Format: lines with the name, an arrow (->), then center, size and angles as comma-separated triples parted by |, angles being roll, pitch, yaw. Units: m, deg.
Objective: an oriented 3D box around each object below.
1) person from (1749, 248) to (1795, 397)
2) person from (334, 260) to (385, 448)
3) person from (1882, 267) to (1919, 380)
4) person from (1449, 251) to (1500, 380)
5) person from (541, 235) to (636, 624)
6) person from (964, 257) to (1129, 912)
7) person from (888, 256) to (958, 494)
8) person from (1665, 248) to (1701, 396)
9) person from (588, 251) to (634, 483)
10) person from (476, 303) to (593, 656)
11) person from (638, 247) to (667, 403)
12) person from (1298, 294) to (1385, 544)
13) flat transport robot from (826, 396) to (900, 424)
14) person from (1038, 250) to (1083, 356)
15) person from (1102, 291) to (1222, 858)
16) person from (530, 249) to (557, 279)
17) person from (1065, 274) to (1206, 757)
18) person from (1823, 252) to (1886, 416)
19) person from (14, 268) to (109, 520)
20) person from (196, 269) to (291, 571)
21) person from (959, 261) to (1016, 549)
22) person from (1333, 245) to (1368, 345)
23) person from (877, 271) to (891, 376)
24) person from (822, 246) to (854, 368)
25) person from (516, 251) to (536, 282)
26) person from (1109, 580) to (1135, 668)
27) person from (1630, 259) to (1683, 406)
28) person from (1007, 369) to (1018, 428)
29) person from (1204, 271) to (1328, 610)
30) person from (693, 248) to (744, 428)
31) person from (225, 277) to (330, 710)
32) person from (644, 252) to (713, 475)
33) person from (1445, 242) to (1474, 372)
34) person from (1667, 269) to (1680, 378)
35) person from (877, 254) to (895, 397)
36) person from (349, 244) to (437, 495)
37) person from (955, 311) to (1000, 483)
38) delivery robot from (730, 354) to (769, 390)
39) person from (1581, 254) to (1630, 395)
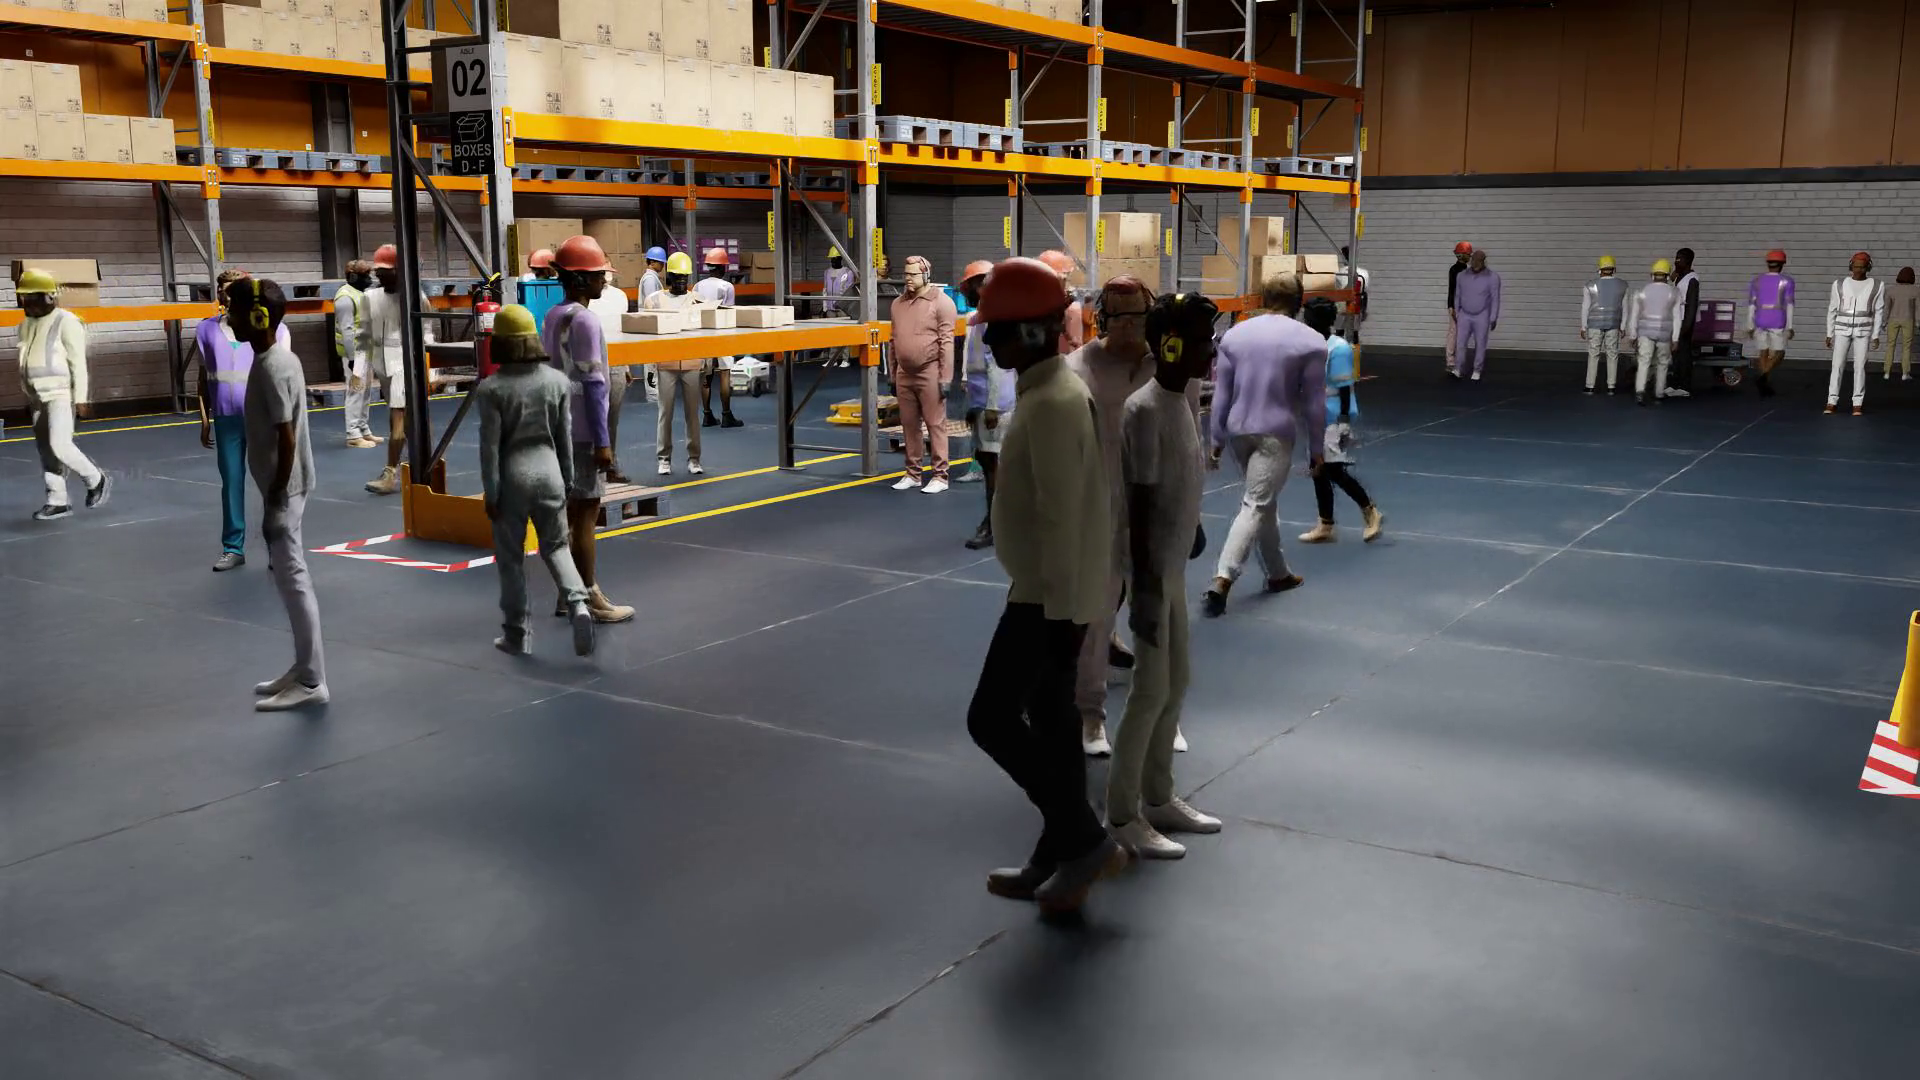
person -> 10.403, -2.780, 21.366 | 0.565, 1.924, 0.575 | -9, 13, -40
person -> -5.885, -1.823, 16.323 | 0.431, 1.836, 0.633 | 0, 10, 1
person -> 13.674, -3.140, 24.155 | 0.507, 1.631, 0.265 | 8, 13, 39
person -> 7.350, -3.186, 23.801 | 0.672, 1.850, 1.022 | 6, 12, 30
person -> -1.993, -0.578, 8.823 | 0.390, 2.045, 0.607 | -6, 12, -32
person -> 0.232, 0.150, 4.985 | 0.439, 1.971, 0.611 | 2, 10, 12
person -> -0.327, -1.320, 13.357 | 0.638, 1.900, 0.401 | 7, 12, 35
person -> 9.401, -2.826, 21.628 | 0.388, 1.919, 0.593 | 0, 10, 3
person -> -2.978, -1.411, 13.775 | 0.479, 1.942, 0.639 | 7, 13, 36
person -> -2.051, -0.268, 7.966 | 0.492, 1.720, 0.681 | -8, 13, -38
person -> -3.811, -2.680, 20.767 | 0.402, 1.937, 0.604 | -2, 10, -12
person -> 2.517, -0.791, 11.028 | 0.537, 1.670, 0.552 | -3, 11, -14
flat transport robot -> -0.945, -1.463, 18.642 | 0.652, 0.197, 1.431 | 3, 11, 16
person -> 0.774, -1.235, 12.731 | 0.996, 1.956, 0.634 | -4, 11, -20
person -> 0.671, 0.120, 5.479 | 0.355, 1.862, 0.538 | 4, 11, 22
person -> -4.004, -1.841, 16.121 | 0.373, 1.936, 0.551 | -8, 13, -39
person -> 0.652, -0.086, 6.543 | 0.652, 1.899, 0.399 | -2, 10, -10
person -> 10.347, -2.383, 19.264 | 0.573, 1.887, 0.356 | 6, 12, 31
person -> -6.569, -1.055, 12.084 | 0.615, 1.820, 0.467 | 4, 11, 23
person -> -4.384, -0.733, 10.238 | 0.563, 1.843, 0.390 | -1, 10, -7
person -> 0.211, -0.900, 11.070 | 0.401, 1.885, 0.656 | -1, 10, -7
person -> 6.041, -3.620, 25.925 | 0.628, 1.950, 0.593 | 1, 10, 5
person -> -1.162, -3.280, 24.917 | 0.523, 1.638, 0.310 | 7, 12, 35
person -> -1.946, -3.701, 26.452 | 0.587, 1.927, 0.367 | 6, 12, 30
person -> -5.459, -2.798, 21.572 | 0.586, 1.880, 0.343 | 0, 10, -1
person -> 0.840, -0.204, 7.810 | 0.560, 1.662, 0.720 | 3, 11, 16
person -> 8.510, -2.535, 20.360 | 0.602, 1.795, 0.894 | 6, 12, 32
person -> 0.517, -1.379, 14.395 | 0.514, 1.636, 0.315 | 8, 13, 36
person -> 1.661, -0.553, 9.233 | 0.641, 1.869, 1.056 | 8, 13, 39
person -> -2.617, -2.181, 17.999 | 0.546, 1.938, 0.360 | 5, 12, 28
person -> -2.958, -0.197, 7.209 | 0.311, 1.865, 0.532 | -4, 11, -19
person -> -2.419, -1.517, 14.385 | 0.589, 1.922, 0.390 | -3, 11, -16
person -> 7.716, -3.595, 25.674 | 0.379, 1.996, 0.609 | 6, 12, 32
person -> 10.565, -3.206, 24.524 | 0.274, 1.632, 0.507 | -3, 11, -18
person -> -0.968, -2.605, 20.599 | 0.513, 1.846, 0.334 | 0, 10, 2
person -> -4.582, -1.391, 13.516 | 0.614, 1.993, 1.070 | 3, 11, 18
person -> 0.188, -1.346, 14.009 | 0.270, 1.716, 0.676 | 10, 14, 44
delivery robot -> -2.755, -2.193, 21.640 | 0.477, 0.478, 0.707 | 3, 11, 16
person -> 8.435, -2.815, 21.794 | 0.590, 1.837, 0.404 | 2, 10, 9
